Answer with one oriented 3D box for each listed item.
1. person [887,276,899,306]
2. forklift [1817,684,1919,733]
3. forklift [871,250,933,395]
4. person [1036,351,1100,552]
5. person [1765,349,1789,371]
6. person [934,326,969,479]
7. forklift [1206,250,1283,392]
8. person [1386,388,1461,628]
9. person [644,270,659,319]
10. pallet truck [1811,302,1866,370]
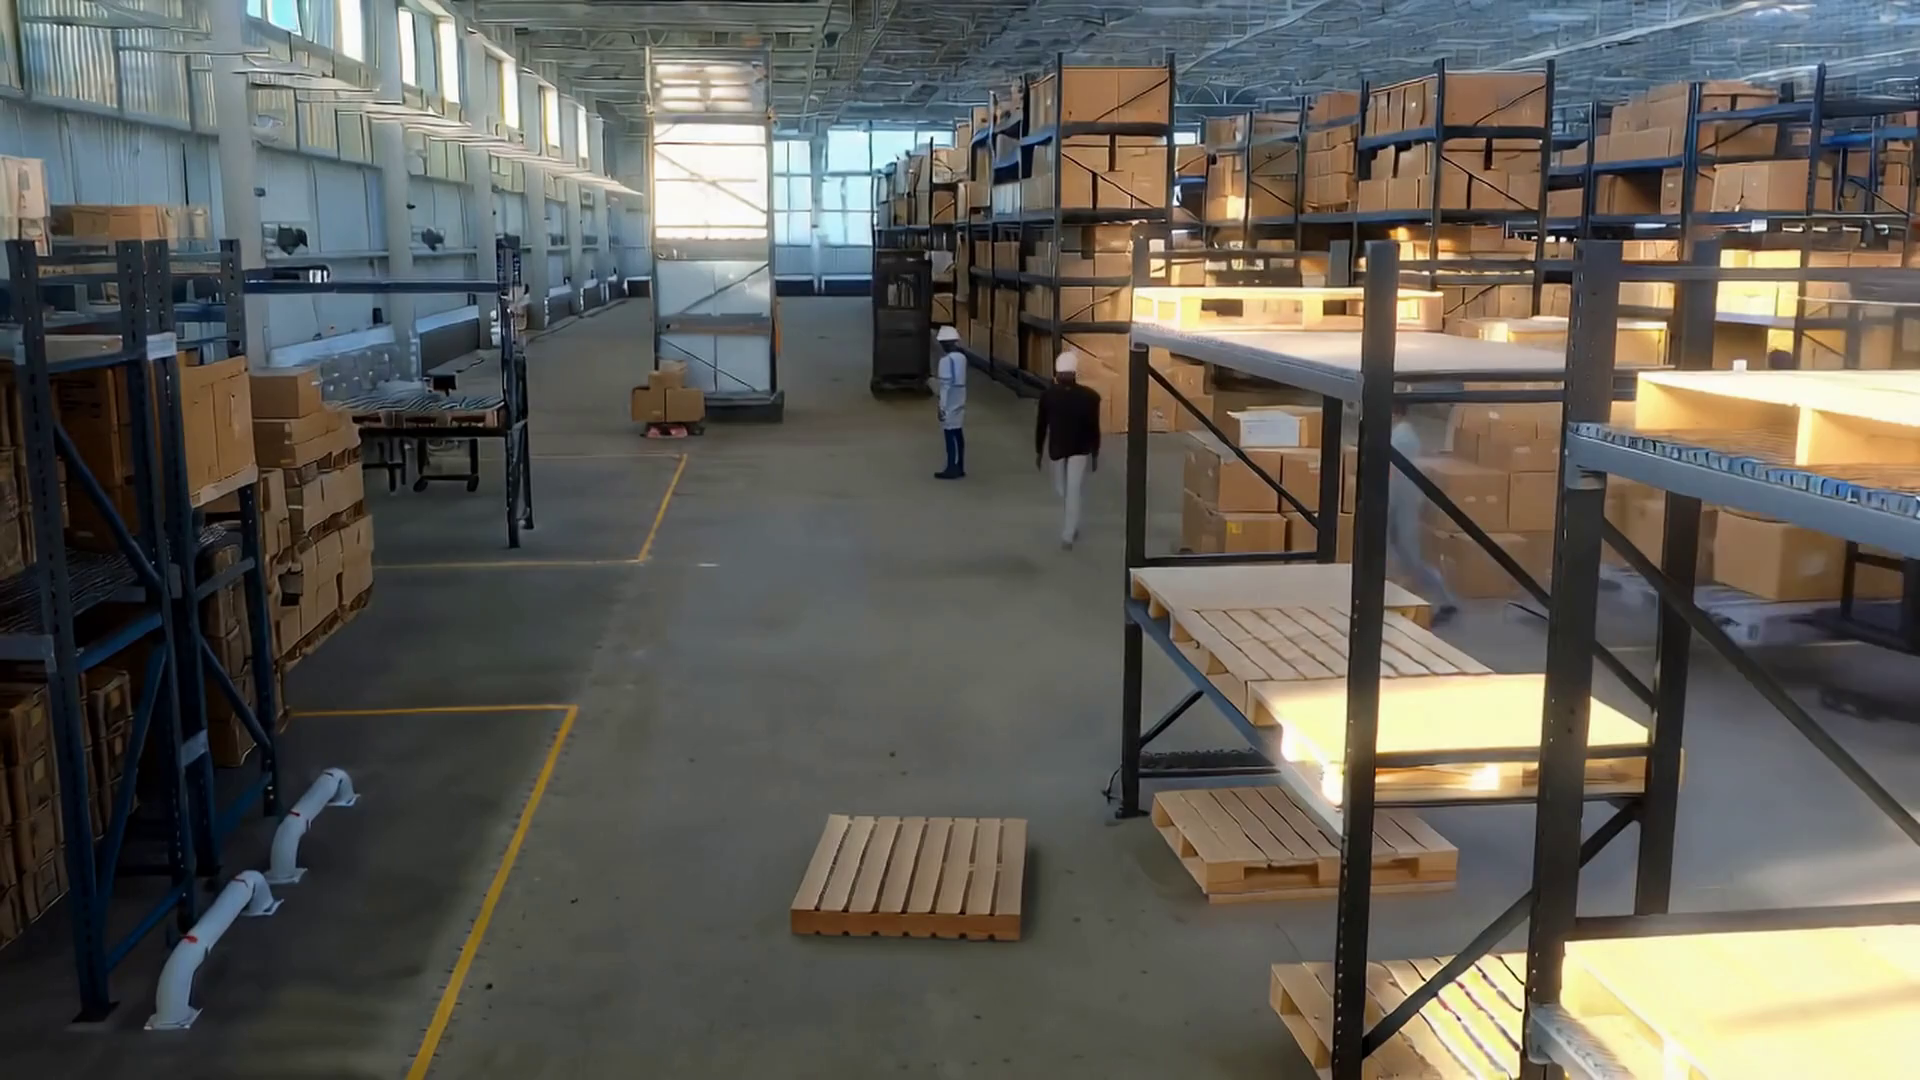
[{"bbox_3d":[-2.290,-7.757,54.790,0.569,1.840,0.374,0,10,2],"label":"person"},{"bbox_3d":[6.365,-0.162,9.828,1.129,2.768,1.873,-3,11,-16],"label":"forklift"},{"bbox_3d":[-1.188,-4.323,32.885,1.129,2.768,1.873,-1,10,-6],"label":"forklift"},{"bbox_3d":[1.082,-0.907,16.527,0.628,1.964,0.912,3,11,16],"label":"person"},{"bbox_3d":[9.167,-1.253,18.854,0.912,1.798,0.642,-4,11,-23],"label":"person"},{"bbox_3d":[-0.122,-1.748,21.219,0.351,1.942,0.547,6,12,30],"label":"person"},{"bbox_3d":[5.792,-4.446,33.569,1.129,2.768,1.873,-1,10,-6],"label":"forklift"},{"bbox_3d":[3.465,-0.249,13.069,1.010,1.898,0.633,2,10,10],"label":"person"},{"bbox_3d":[-11.971,-9.526,64.461,0.400,1.893,0.657,8,13,39],"label":"person"},{"bbox_3d":[15.846,-3.142,28.793,1.885,1.965,0.823,2,10,12],"label":"pallet truck"}]
